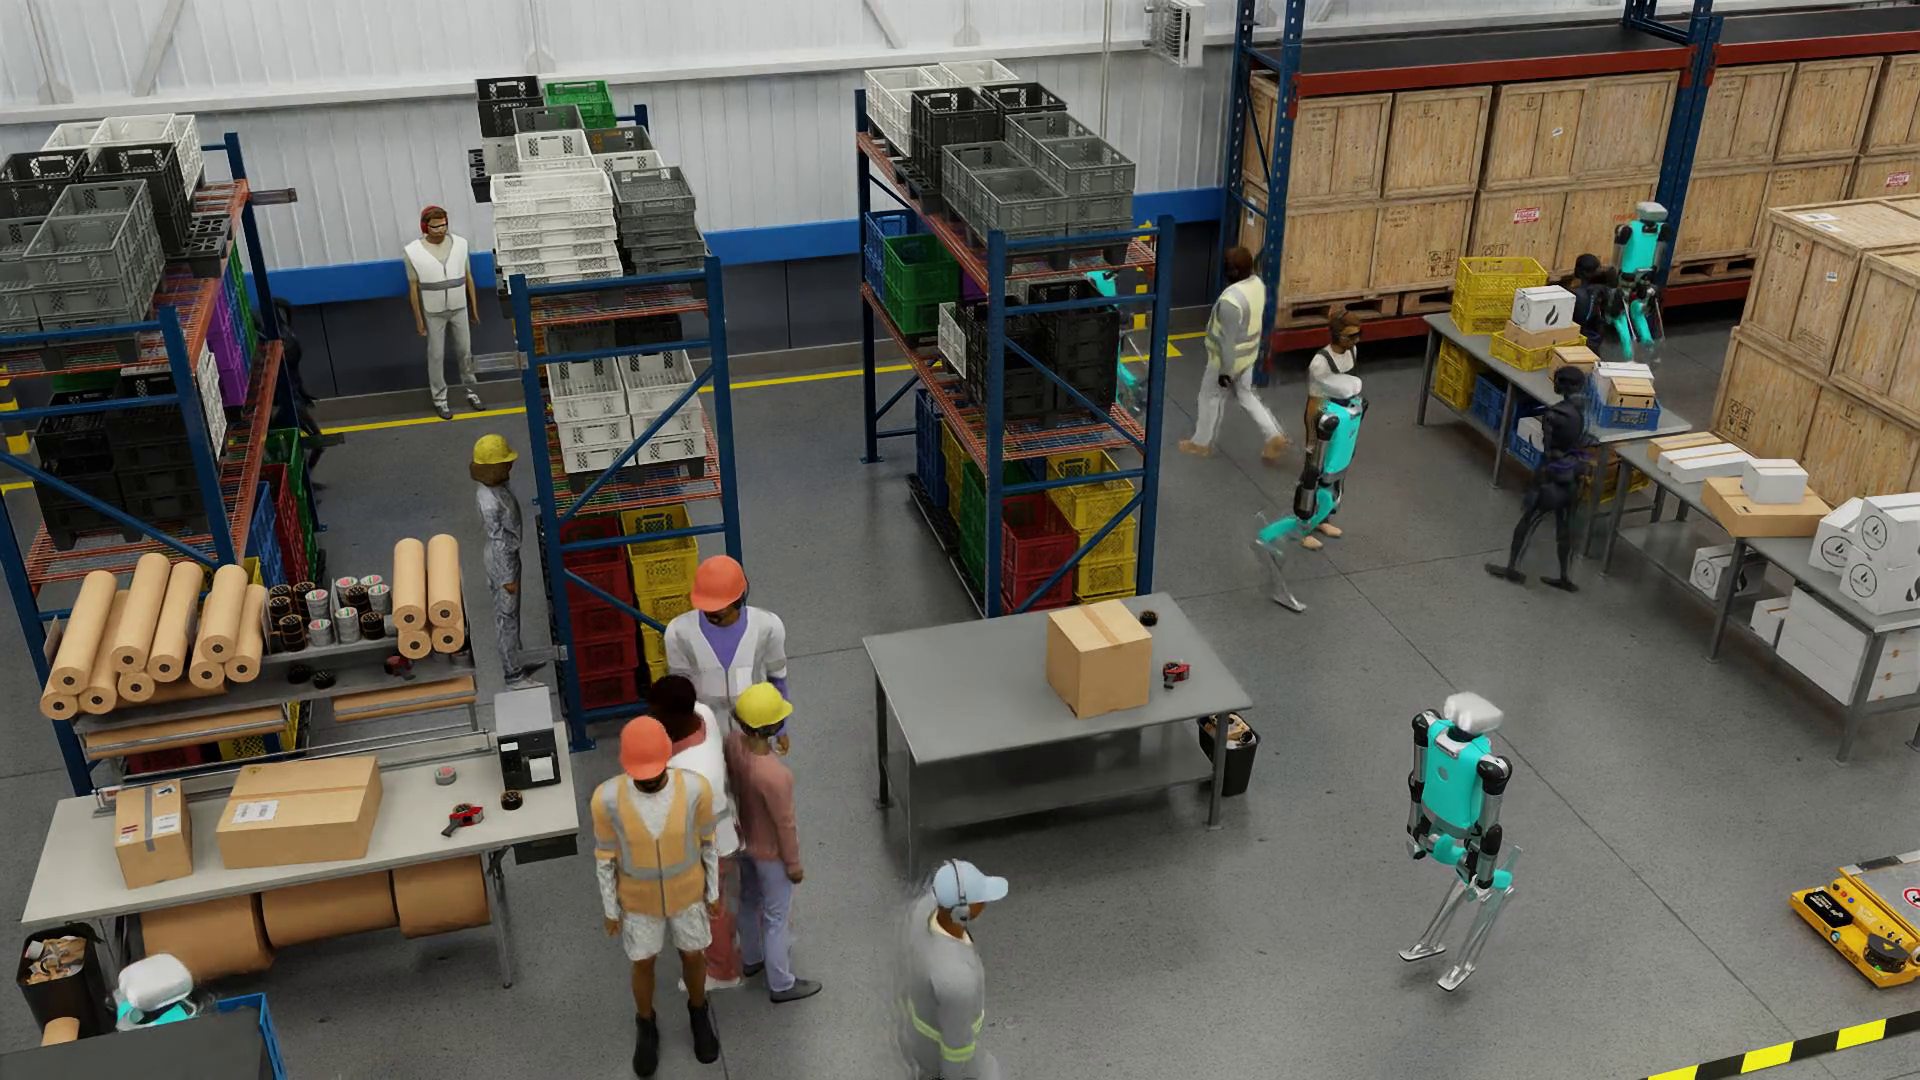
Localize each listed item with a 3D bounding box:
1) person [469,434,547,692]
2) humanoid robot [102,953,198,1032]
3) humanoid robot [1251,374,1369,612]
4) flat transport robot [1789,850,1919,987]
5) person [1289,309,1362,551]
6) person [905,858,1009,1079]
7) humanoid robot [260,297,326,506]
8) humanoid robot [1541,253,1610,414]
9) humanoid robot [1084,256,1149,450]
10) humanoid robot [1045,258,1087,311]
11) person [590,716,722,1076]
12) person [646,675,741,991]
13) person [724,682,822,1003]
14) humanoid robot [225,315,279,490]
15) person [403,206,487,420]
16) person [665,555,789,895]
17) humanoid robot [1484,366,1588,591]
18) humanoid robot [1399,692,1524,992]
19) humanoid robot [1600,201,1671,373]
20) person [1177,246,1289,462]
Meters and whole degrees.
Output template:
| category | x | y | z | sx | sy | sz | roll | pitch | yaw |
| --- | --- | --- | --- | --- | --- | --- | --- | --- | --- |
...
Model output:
| category | x | y | z | sx | sy | sz | roll | pitch | yaw |
| --- | --- | --- | --- | --- | --- | --- | --- | --- | --- |
| person | -2.820 | 0.139 | 10.376 | 0.294 | 1.743 | 0.485 | -6 | 29 | -11 |
| humanoid robot | -2.766 | 2.212 | 6.649 | 0.530 | 1.780 | 0.993 | 18 | 34 | 29 |
| humanoid robot | 2.287 | -0.265 | 11.244 | 0.720 | 1.908 | 0.543 | 22 | 36 | 34 |
| flat transport robot | 5.163 | 1.916 | 8.676 | 1.431 | 0.231 | 0.659 | -8 | 30 | -14 |
| person | 2.654 | -0.803 | 11.998 | 0.340 | 1.838 | 0.505 | 24 | 37 | 37 |
| person | -0.009 | 2.047 | 6.802 | 0.415 | 1.838 | 0.614 | -7 | 30 | -13 |
| humanoid robot | -5.059 | -1.051 | 12.608 | 0.328 | 1.646 | 0.600 | -5 | 29 | -10 |
| humanoid robot | 4.989 | -1.500 | 13.461 | 0.610 | 1.636 | 0.716 | -9 | 30 | -16 |
| humanoid robot | 1.283 | -1.438 | 13.283 | 0.658 | 1.822 | 0.544 | 16 | 33 | 27 |
| humanoid robot | 0.831 | -1.949 | 14.201 | 0.535 | 1.785 | 0.715 | 3 | 29 | 6 |
| person | -1.346 | 1.606 | 7.508 | 0.550 | 1.935 | 0.370 | -7 | 29 | -12 |
| person | -1.265 | 1.426 | 7.879 | 0.463 | 1.897 | 0.628 | -3 | 29 | -5 |
| person | -0.914 | 1.440 | 7.987 | 0.322 | 1.768 | 0.531 | -20 | 34 | -32 |
| humanoid robot | -5.462 | -1.153 | 12.789 | 0.338 | 1.653 | 0.591 | 12 | 31 | 21 |
| person | -4.355 | -1.942 | 14.071 | 0.561 | 1.836 | 0.388 | -20 | 35 | -32 |
| person | -1.174 | 0.965 | 8.569 | 0.607 | 2.040 | 0.391 | -4 | 29 | -8 |
| humanoid robot | 4.082 | -0.442 | 11.516 | 0.670 | 1.636 | 0.591 | 24 | 37 | 37 |
| humanoid robot | 2.483 | 1.391 | 7.962 | 0.735 | 1.681 | 0.533 | -17 | 33 | -28 |
| humanoid robot | 5.831 | -1.952 | 14.183 | 0.569 | 1.790 | 0.669 | -11 | 31 | -19 |
| person | 2.226 | -1.455 | 13.214 | 0.851 | 1.809 | 0.627 | 18 | 34 | 30 |
